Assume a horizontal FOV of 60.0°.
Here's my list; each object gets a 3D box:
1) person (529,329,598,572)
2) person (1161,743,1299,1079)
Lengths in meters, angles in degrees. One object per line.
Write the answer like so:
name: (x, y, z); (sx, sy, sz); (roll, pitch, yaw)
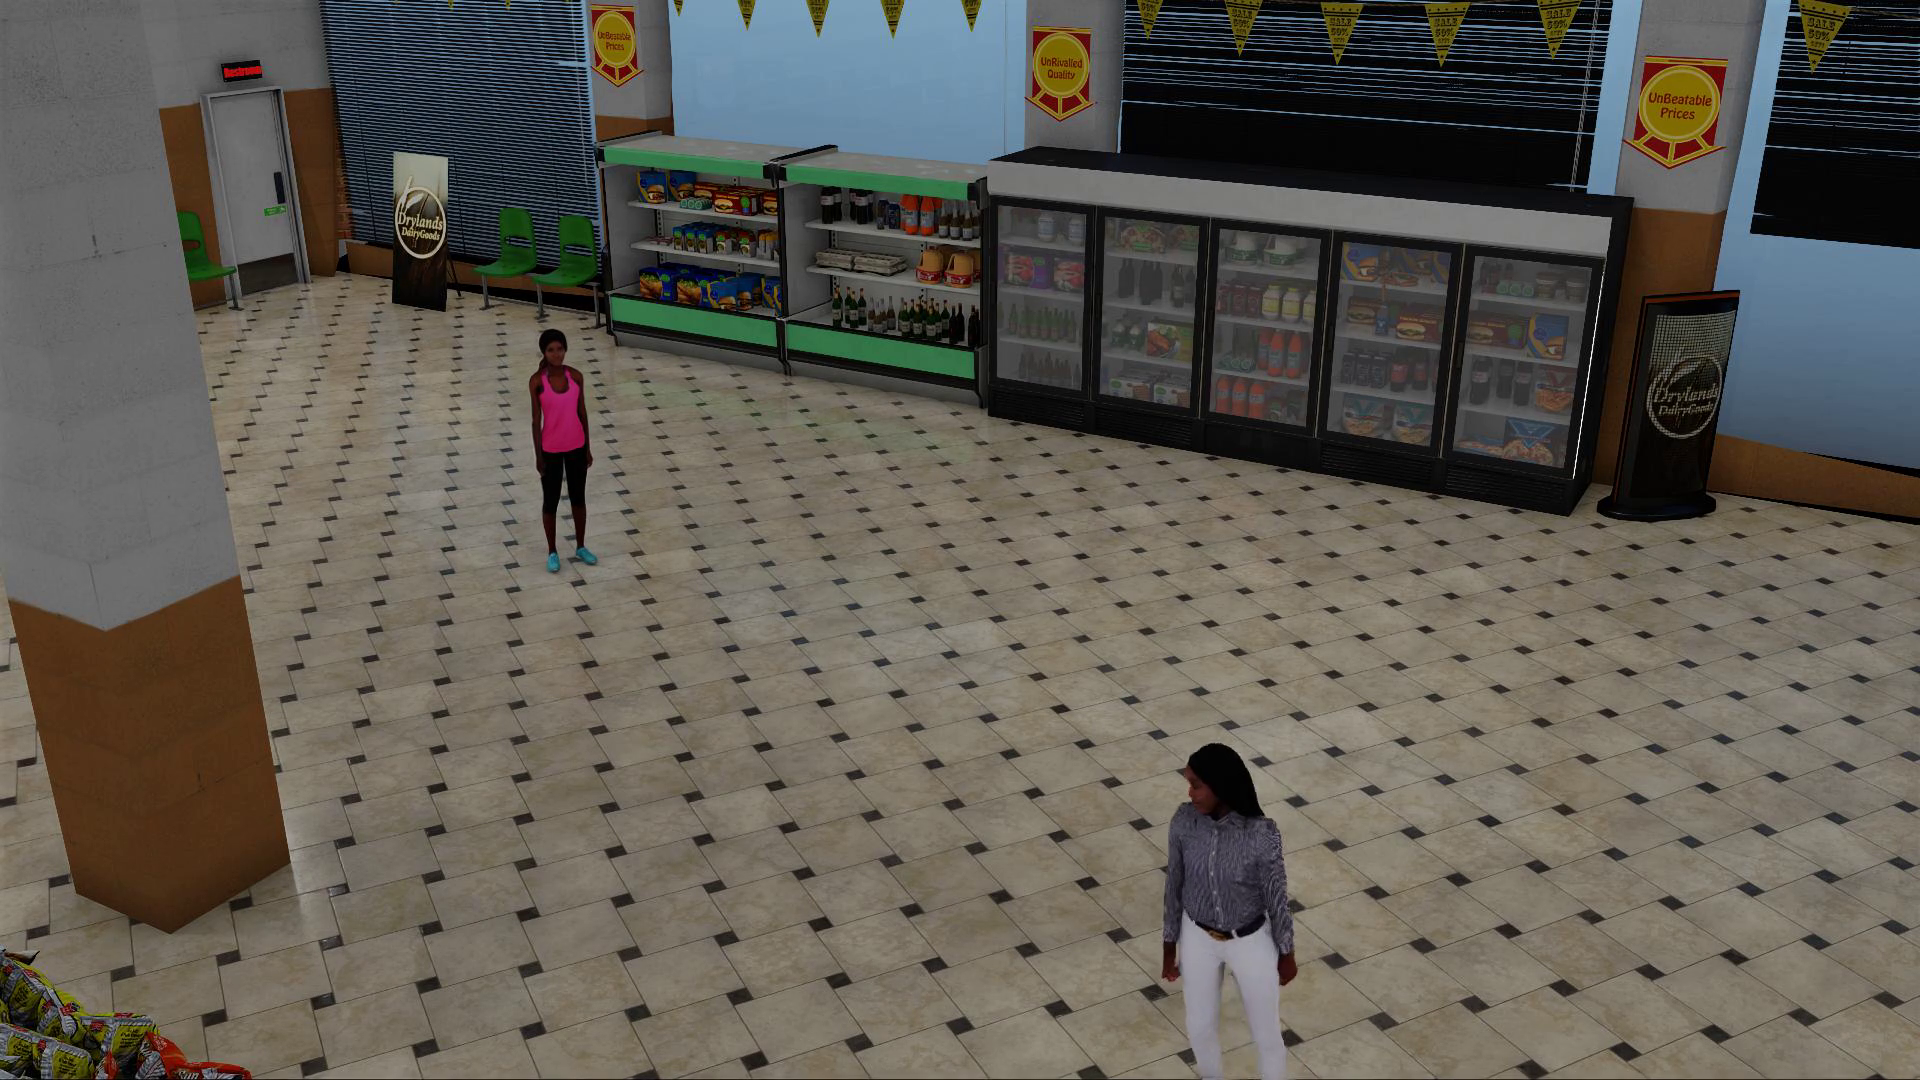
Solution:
person: (-2.771, -0.635, 11.581); (0.650, 1.723, 0.688); (-11, 25, -26)
person: (1.058, 1.529, 6.223); (0.506, 1.702, 0.867); (6, 23, 15)
